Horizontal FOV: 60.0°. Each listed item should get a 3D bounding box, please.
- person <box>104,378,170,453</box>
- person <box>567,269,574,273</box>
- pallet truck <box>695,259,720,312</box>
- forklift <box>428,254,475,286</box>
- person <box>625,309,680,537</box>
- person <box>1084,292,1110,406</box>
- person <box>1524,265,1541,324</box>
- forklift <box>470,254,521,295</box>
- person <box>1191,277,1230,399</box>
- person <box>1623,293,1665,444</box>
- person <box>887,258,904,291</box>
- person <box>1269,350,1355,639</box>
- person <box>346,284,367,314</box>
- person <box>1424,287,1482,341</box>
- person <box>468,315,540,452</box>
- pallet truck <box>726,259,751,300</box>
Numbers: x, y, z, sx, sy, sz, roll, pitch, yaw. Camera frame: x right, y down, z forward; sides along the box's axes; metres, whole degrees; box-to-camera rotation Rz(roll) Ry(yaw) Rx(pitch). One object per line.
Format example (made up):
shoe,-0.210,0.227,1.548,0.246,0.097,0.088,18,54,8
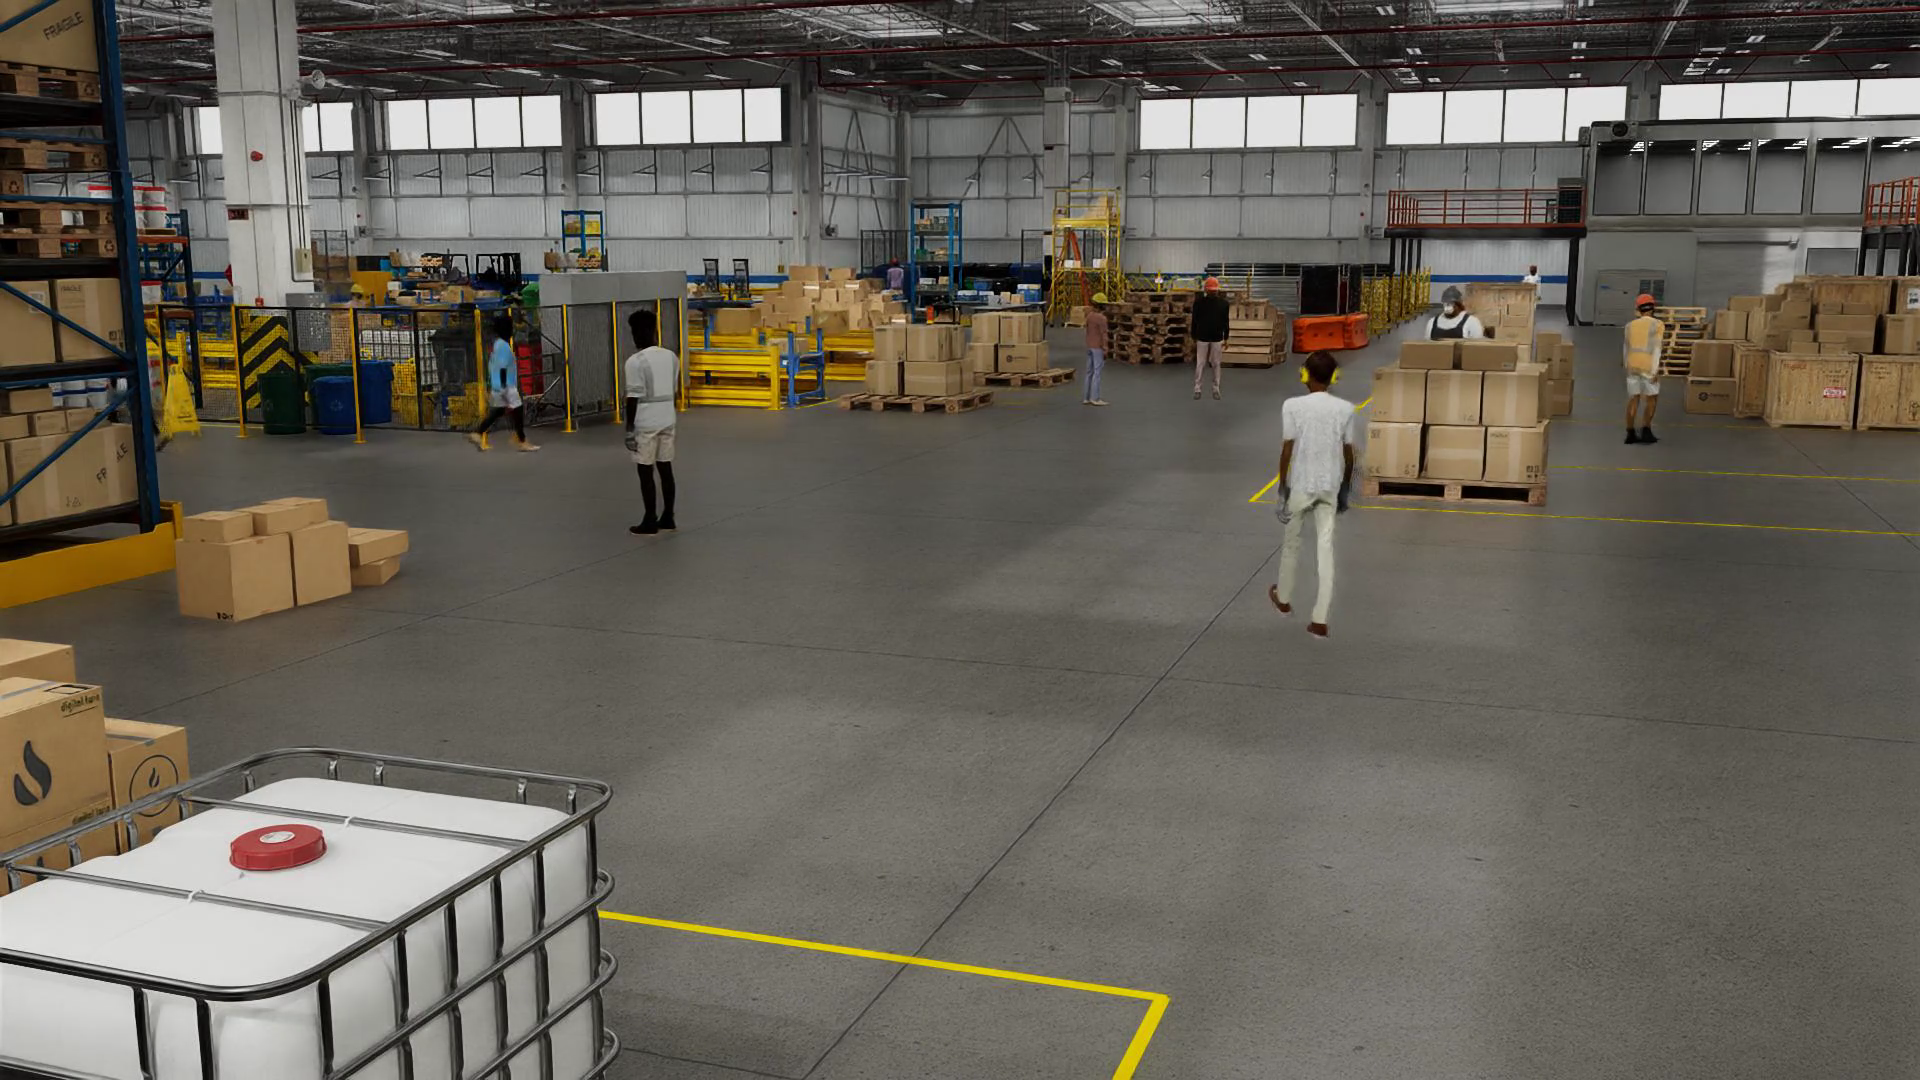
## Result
person,-9.937,-1.846,19.900,0.787,1.670,0.540,1,10,6
person,-14.397,-9.420,61.943,0.665,1.884,0.660,-4,11,-19
pallet truck,-9.165,-9.627,62.776,0.823,1.965,1.885,4,11,23
forklift,-20.133,-10.254,65.465,1.157,1.987,2.680,3,11,19
person,-2.671,-0.999,14.317,0.393,1.954,0.604,7,12,33
person,2.149,-2.983,26.010,0.325,1.767,0.532,-5,11,-28
person,18.043,-7.744,52.556,0.583,1.870,0.505,-2,10,-12
forklift,-17.990,-10.121,64.684,1.157,1.987,2.680,3,11,17
person,4.055,-3.266,26.961,0.619,1.991,0.401,1,10,5
person,8.609,-2.161,21.016,0.562,1.890,0.561,-8,13,-38
person,-2.367,-9.359,61.215,0.611,2.022,0.800,0,10,2
person,2.283,-0.322,10.871,0.529,1.816,0.949,0,10,-1
person,-11.670,-4.101,32.397,0.825,1.729,0.550,5,11,26
person,5.912,-2.099,20.257,0.704,2.000,1.020,9,14,42
person,-5.544,-1.876,20.058,0.783,1.667,0.533,-5,11,-24
pallet truck,-7.986,-9.493,62.019,0.823,1.965,1.885,3,11,17
